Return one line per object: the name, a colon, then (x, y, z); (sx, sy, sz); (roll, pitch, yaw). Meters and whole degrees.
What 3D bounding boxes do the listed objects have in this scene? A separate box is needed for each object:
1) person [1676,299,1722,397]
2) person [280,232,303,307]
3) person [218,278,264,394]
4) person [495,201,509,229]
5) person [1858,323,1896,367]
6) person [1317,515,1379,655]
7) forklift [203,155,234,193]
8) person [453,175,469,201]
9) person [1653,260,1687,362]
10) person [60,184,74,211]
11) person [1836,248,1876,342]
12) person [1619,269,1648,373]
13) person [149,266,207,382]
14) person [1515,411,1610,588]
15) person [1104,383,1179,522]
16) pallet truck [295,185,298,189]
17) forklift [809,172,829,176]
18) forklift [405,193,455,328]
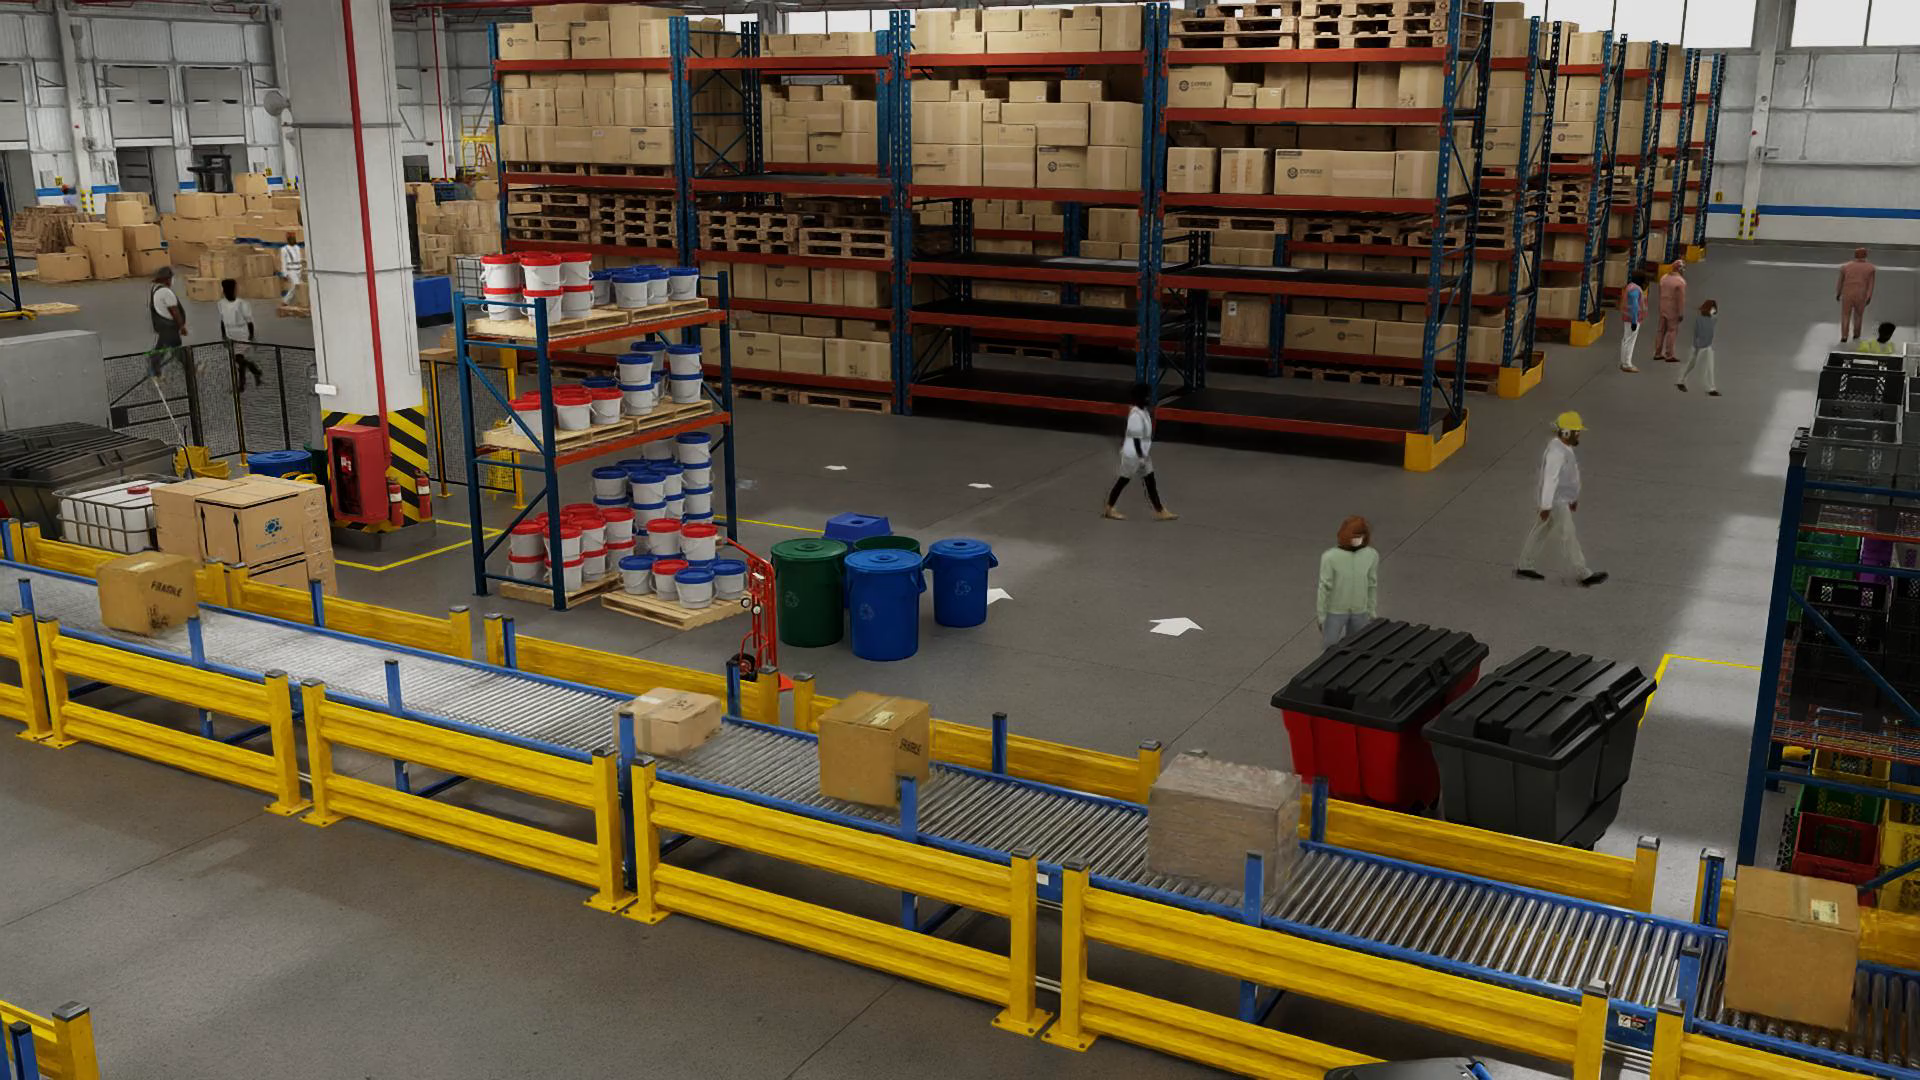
person: (12.332, -3.210, 27.645); (0.510, 1.590, 0.872); (-6, 16, -22)
person: (-15.338, -6.149, 38.193); (0.884, 1.855, 0.584); (5, 16, 17)
person: (-12.027, -3.442, 27.853); (0.609, 1.935, 0.800); (6, 16, 21)
person: (-14.533, -10.128, 53.081); (0.653, 1.882, 1.007); (12, 19, 37)
person: (13.396, -2.361, 24.343); (0.574, 1.631, 0.886); (-3, 15, -11)
person: (3.086, 0.588, 13.279); (0.507, 1.630, 0.268); (-3, 15, -12)
forklift: (-26.676, -12.494, 60.067); (1.129, 2.768, 1.873); (3, 15, 11)
person: (-19.226, -13.118, 64.265); (0.639, 1.917, 0.797); (-14, 21, -43)
person: (13.305, -4.275, 31.057); (0.400, 1.902, 0.642); (-5, 16, -18)
person: (-30.772, -11.350, 57.610); (0.643, 1.919, 0.550); (1, 15, 3)
person: (18.173, -4.982, 33.778); (0.662, 1.853, 0.991); (9, 17, 30)
person: (12.125, -3.945, 29.921); (0.429, 1.842, 0.634); (4, 16, 16)
person: (-13.768, -3.799, 28.989); (1.067, 2.000, 0.692); (-12, 19, -38)
person: (6.108, -0.410, 16.736); (0.932, 1.778, 0.624); (6, 16, 23)
person: (2.079, -1.001, 19.222); (0.893, 1.643, 0.540); (6, 16, 21)
pallet truck: (-26.804, -14.617, 69.738); (1.885, 1.965, 0.823); (-14, 20, -42)
forklift: (-5.181, -12.877, 61.509); (1.873, 2.768, 1.129); (8, 17, 28)
forklift: (-11.973, -6.001, 35.658); (1.873, 2.768, 1.129); (8, 17, 28)
